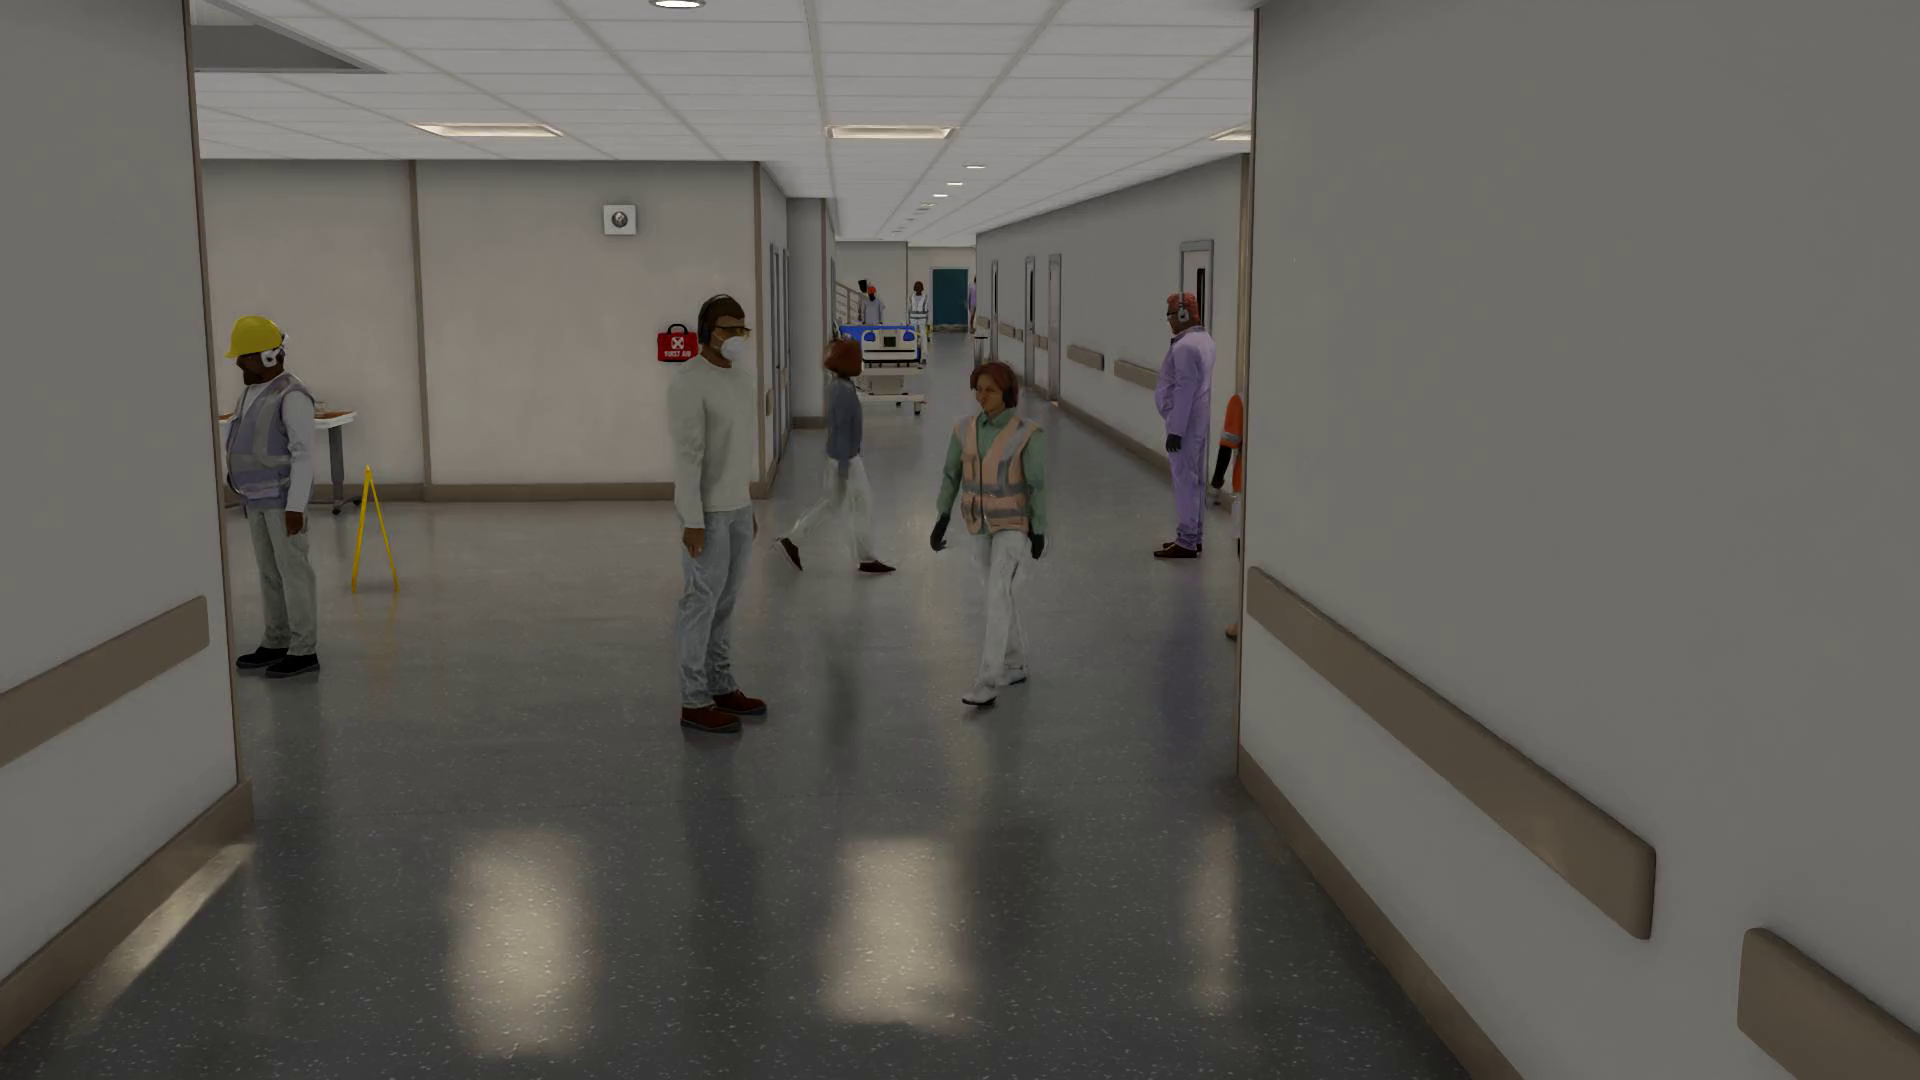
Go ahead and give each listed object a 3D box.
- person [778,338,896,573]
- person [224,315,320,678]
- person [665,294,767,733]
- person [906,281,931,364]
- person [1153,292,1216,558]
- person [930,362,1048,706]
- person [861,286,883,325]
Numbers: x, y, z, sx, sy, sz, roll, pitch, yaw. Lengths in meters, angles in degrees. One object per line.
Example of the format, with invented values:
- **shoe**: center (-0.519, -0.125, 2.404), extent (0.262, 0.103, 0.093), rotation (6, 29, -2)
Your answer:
- **person**: center (-0.849, -0.561, 11.254), extent (0.741, 1.610, 0.505), rotation (-2, 9, -11)
- **person**: center (-3.481, -0.218, 8.413), extent (0.588, 1.822, 0.403), rotation (9, 12, 43)
- **person**: center (-1.085, -0.123, 7.460), extent (0.366, 1.936, 0.630), rotation (3, 10, 18)
- **person**: center (-0.945, -4.940, 37.862), extent (0.575, 1.884, 0.355), rotation (2, 9, 14)
- **person**: center (1.600, -0.822, 11.959), extent (0.410, 1.904, 0.639), rotation (3, 10, 19)
- **person**: center (0.112, -0.031, 7.926), extent (0.529, 1.606, 0.783), rotation (7, 12, 39)
- **person**: center (-2.216, -5.528, 41.978), extent (0.563, 1.747, 0.339), rotation (1, 9, 8)
